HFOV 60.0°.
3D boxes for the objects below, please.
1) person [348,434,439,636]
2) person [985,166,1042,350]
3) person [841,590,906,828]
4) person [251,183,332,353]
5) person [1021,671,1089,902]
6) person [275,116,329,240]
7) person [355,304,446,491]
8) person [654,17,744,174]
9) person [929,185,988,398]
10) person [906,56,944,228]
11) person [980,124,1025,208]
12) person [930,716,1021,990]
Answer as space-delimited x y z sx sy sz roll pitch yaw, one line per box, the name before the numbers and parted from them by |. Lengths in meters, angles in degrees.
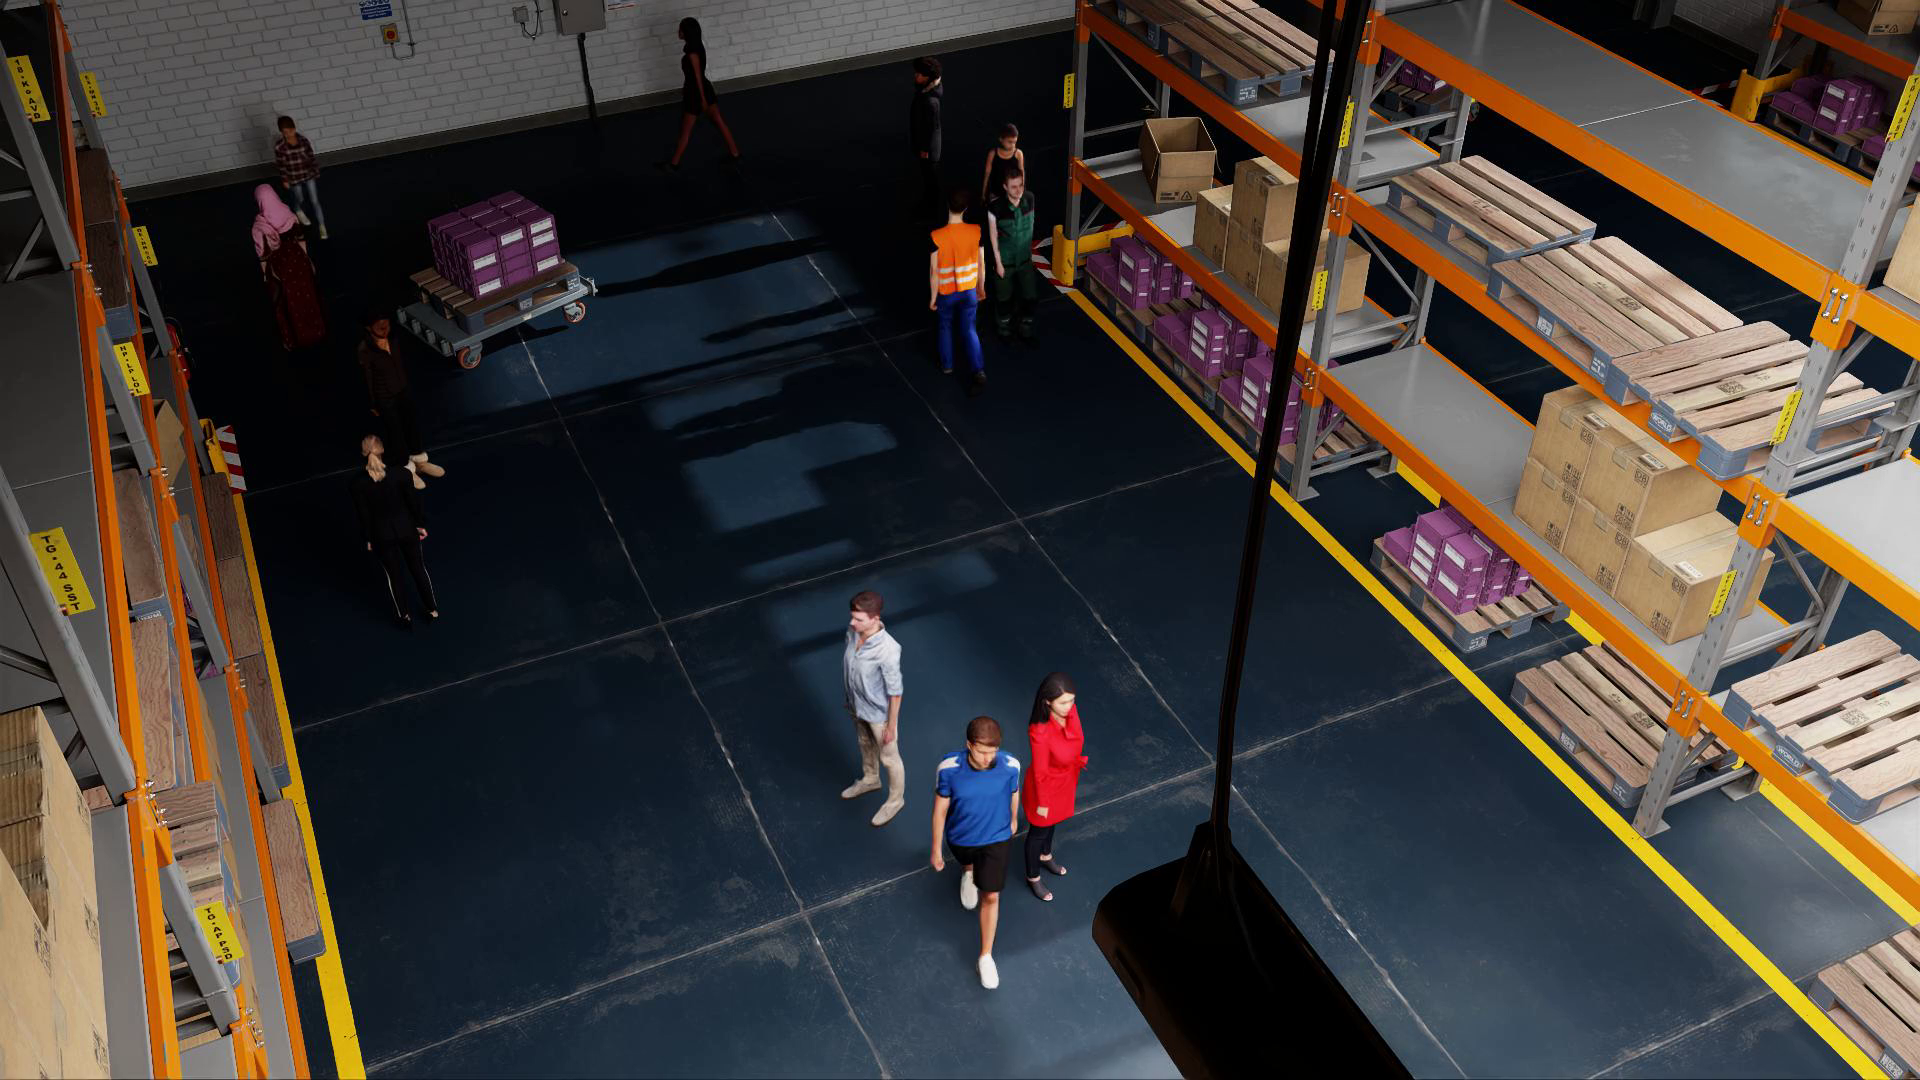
person | -4.067 -0.035 11.959 0.610 1.706 0.518 -17 42 -20
person | 0.431 -2.584 15.053 0.637 1.829 0.650 -19 42 -22
person | -0.541 1.035 10.506 0.762 1.847 0.567 -27 46 -30
person | -6.106 -2.479 15.073 0.732 1.640 0.708 -31 48 -33
person | 0.543 1.469 10.042 0.778 1.749 0.734 20 43 23
person | -6.750 -3.744 16.944 0.624 1.282 0.939 -24 45 -27
person | -4.602 -1.188 13.440 0.759 1.659 0.701 -21 43 -24
person | -2.709 -4.740 17.869 0.910 1.683 1.199 -5 39 -6
person | 0.007 -2.114 14.447 0.763 1.849 1.157 -11 40 -14
person | -0.330 -4.080 16.964 0.756 1.781 0.644 -4 39 -5
person | 0.450 -3.386 16.299 0.881 1.526 1.002 7 39 9
person | 0.094 1.638 9.780 1.020 1.812 1.364 -2 39 -2
